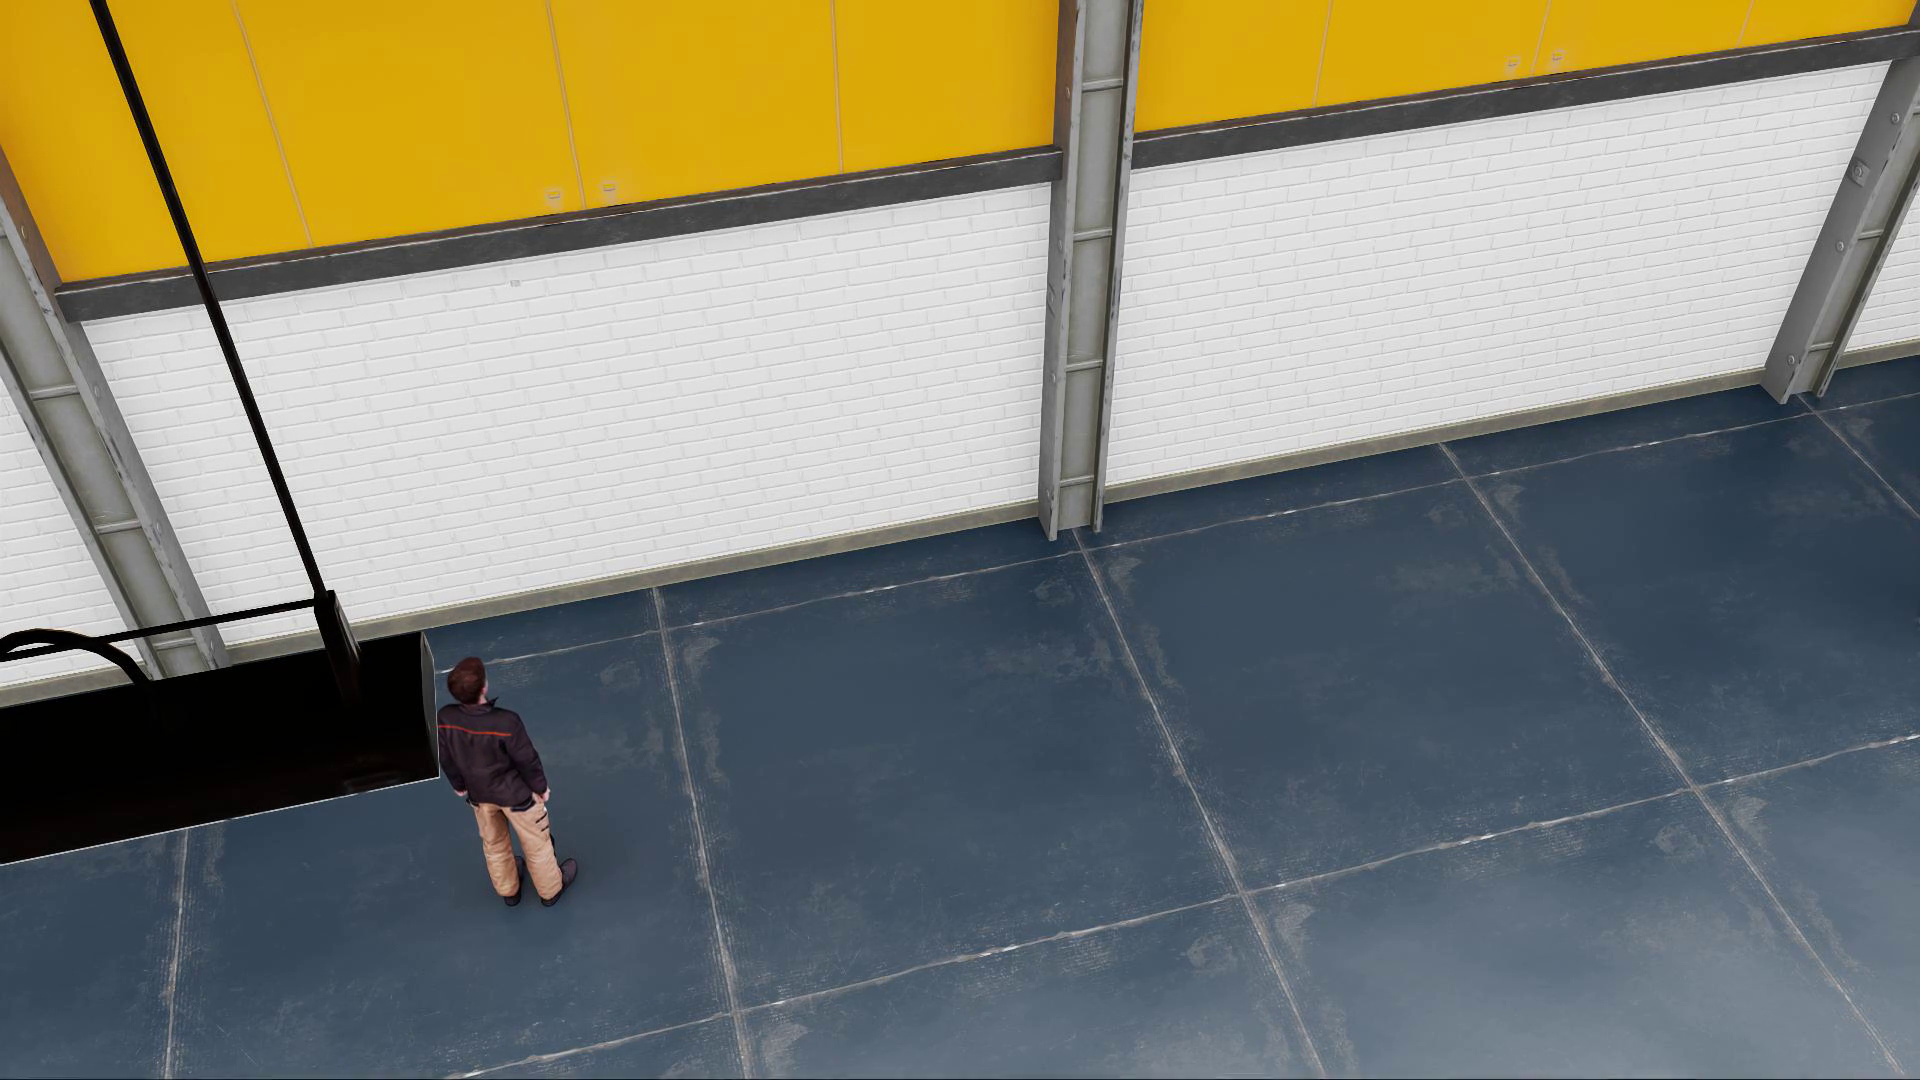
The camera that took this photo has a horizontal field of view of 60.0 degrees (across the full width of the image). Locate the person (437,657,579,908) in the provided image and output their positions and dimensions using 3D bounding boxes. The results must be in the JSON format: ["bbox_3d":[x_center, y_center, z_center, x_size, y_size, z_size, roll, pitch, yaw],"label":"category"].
[{"bbox_3d":[-2.518,1.354,9.103,0.672,1.923,0.840,4,44,5],"label":"person"}]
